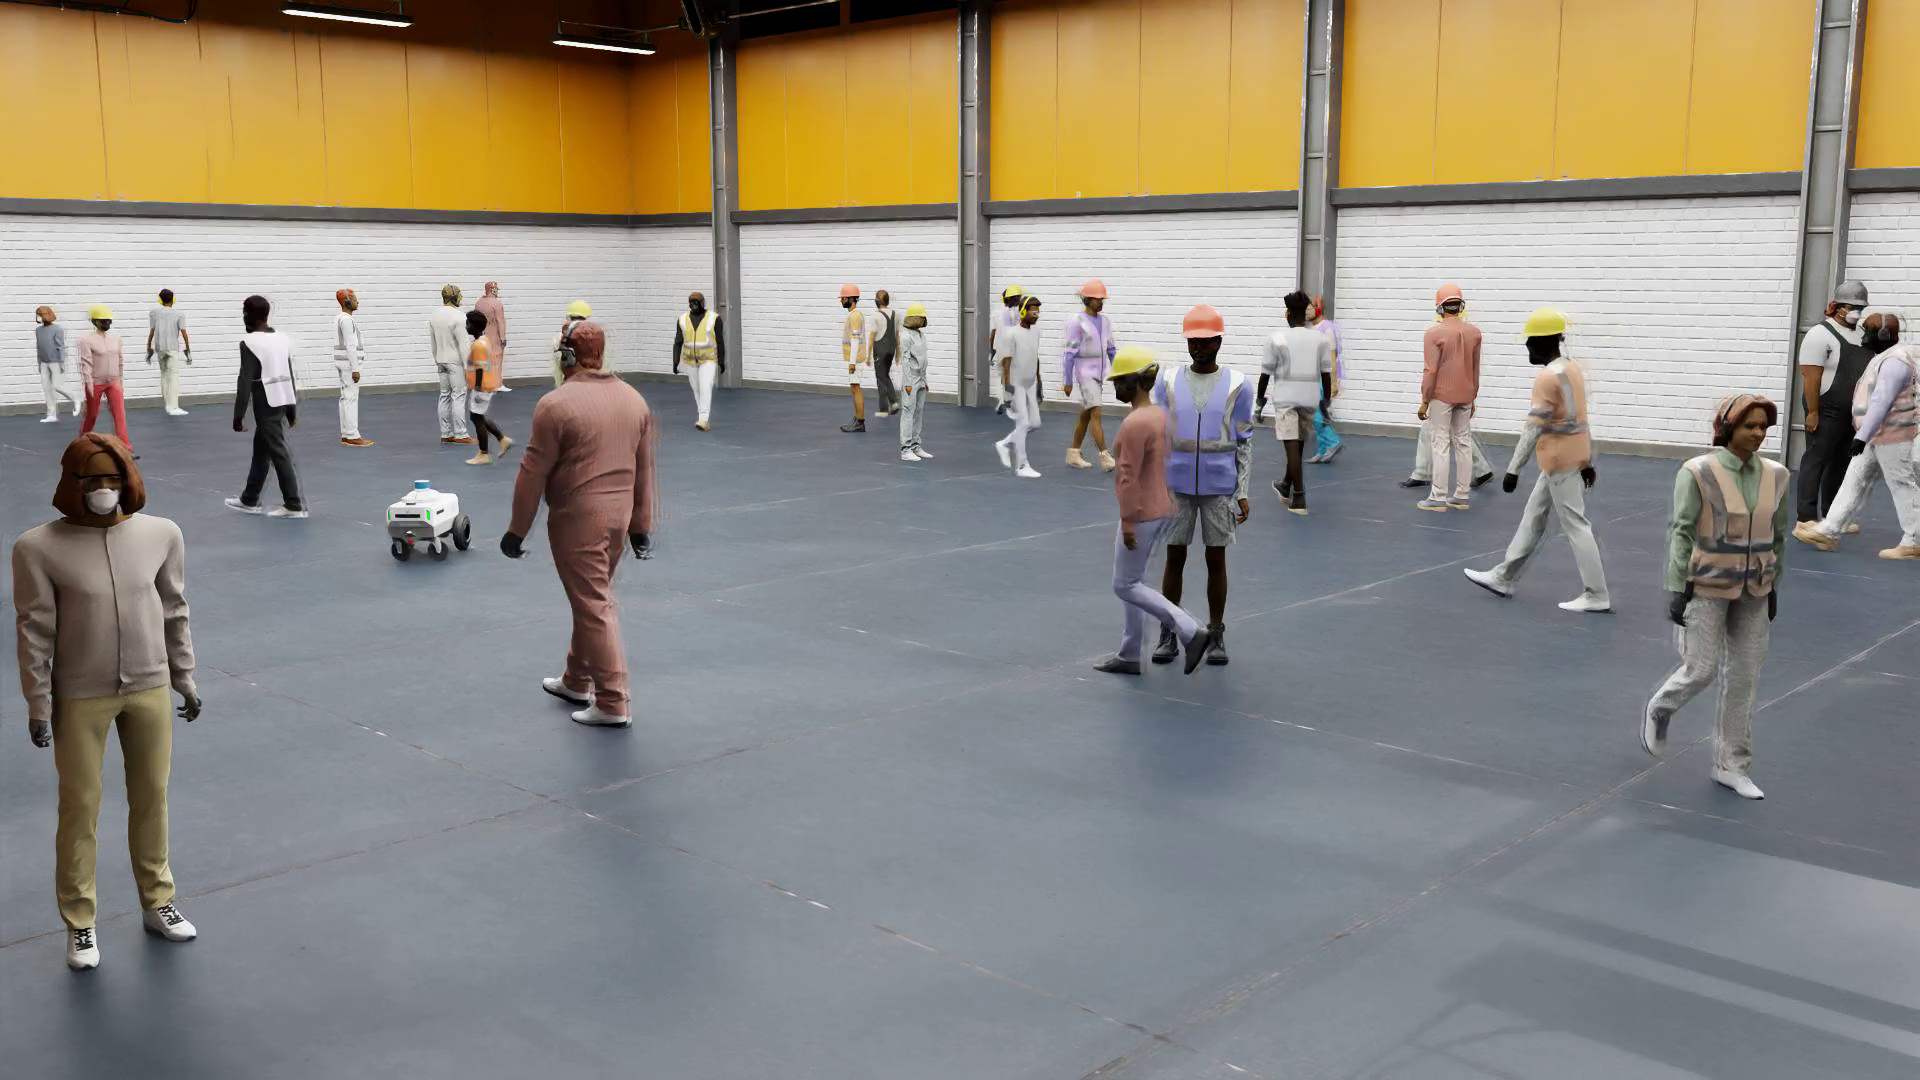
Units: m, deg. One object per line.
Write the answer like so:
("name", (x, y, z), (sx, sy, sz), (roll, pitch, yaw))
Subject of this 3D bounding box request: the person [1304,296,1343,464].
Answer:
("person", (3.882, -1.714, 17.955), (0.449, 1.824, 0.621), (-1, 9, -7))

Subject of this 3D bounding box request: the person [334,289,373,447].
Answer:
("person", (-7.295, -2.057, 19.905), (0.355, 1.885, 0.573), (-6, 11, -31))

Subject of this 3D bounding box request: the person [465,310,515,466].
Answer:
("person", (-5.132, -1.642, 17.955), (0.432, 1.682, 0.544), (-2, 9, -12))

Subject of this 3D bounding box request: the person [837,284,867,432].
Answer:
("person", (-1.405, -2.362, 21.653), (0.378, 1.933, 0.544), (-1, 9, -6))

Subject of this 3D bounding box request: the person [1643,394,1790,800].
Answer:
("person", (3.104, 0.207, 6.792), (0.526, 1.625, 0.531), (-2, 9, -10))

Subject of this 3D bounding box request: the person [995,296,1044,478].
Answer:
("person", (0.598, -1.565, 16.987), (0.564, 1.846, 0.565), (8, 12, 40))

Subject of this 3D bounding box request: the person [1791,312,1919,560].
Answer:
("person", (6.670, -0.757, 12.195), (0.923, 1.793, 0.637), (3, 10, 17))

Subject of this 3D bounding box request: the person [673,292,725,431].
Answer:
("person", (-3.456, -2.321, 21.754), (0.663, 1.805, 0.879), (2, 9, 12))

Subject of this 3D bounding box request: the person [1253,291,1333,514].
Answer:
("person", (2.907, -1.225, 14.679), (0.634, 1.915, 0.973), (-2, 9, -12))

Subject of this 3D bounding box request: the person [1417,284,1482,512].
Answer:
("person", (4.273, -1.242, 14.589), (0.612, 1.987, 0.400), (-4, 10, -24))

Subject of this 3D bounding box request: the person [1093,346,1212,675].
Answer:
("person", (0.987, -0.124, 8.524), (0.591, 1.737, 0.528), (4, 10, 23))

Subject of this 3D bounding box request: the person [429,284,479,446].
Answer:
("person", (-6.078, -2.093, 19.958), (0.636, 1.939, 0.364), (7, 11, 36))

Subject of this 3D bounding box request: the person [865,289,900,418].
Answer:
("person", (-1.104, -2.645, 23.696), (0.505, 1.833, 0.400), (-9, 13, -44))

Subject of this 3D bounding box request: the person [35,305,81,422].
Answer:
("person", (-12.573, -2.449, 23.102), (0.511, 1.620, 0.487), (3, 10, 20))

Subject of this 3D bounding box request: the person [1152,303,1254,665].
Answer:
("person", (1.284, -0.291, 8.904), (0.542, 1.939, 0.369), (2, 9, 12))

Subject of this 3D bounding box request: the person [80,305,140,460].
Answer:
("person", (-9.562, -1.752, 18.526), (0.887, 1.728, 0.538), (6, 11, 31))

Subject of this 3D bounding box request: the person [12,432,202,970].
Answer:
("person", (-2.605, 0.480, 5.119), (0.271, 1.631, 0.507), (9, 13, 43))

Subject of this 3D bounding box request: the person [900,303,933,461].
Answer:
("person", (-0.490, -1.759, 18.506), (0.290, 1.745, 0.487), (4, 10, 24))

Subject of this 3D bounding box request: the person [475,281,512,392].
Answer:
("person", (-8.062, -3.511, 28.749), (0.655, 1.906, 0.407), (6, 11, 34))

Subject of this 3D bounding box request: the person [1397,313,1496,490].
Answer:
("person", (4.727, -1.363, 15.925), (0.902, 1.799, 0.602), (0, 9, -1))

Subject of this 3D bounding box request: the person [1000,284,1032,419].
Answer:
("person", (0.804, -2.627, 23.335), (0.477, 1.906, 0.603), (8, 12, 41))

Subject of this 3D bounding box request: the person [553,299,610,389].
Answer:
("person", (-3.860, -1.535, 16.913), (0.594, 1.814, 0.647), (3, 10, 18))

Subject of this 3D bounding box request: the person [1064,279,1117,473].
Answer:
("person", (1.449, -1.710, 17.396), (0.907, 2.001, 0.614), (8, 12, 41))

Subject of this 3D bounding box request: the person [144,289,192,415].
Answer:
("person", (-11.575, -2.749, 24.340), (0.650, 1.814, 0.882), (-1, 9, -8))

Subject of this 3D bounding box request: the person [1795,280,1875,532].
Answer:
("person", (7.041, -1.053, 13.270), (0.684, 2.000, 0.535), (-5, 10, -27))

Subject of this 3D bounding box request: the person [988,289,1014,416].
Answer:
("person", (0.682, -2.688, 23.885), (0.546, 1.847, 0.414), (1, 9, 7))

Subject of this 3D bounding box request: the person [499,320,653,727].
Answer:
("person", (-1.849, -0.077, 7.792), (0.799, 1.880, 0.653), (5, 11, 30))

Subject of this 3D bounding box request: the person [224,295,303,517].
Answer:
("person", (-6.025, -1.123, 14.157), (0.883, 1.882, 0.620), (1, 9, 7))

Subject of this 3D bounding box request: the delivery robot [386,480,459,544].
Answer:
("delivery robot", (-3.964, -0.198, 12.285), (0.477, 0.478, 0.707), (0, 9, 0))

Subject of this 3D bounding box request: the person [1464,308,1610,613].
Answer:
("person", (3.656, -0.501, 10.396), (0.979, 1.868, 0.633), (6, 11, 31))
